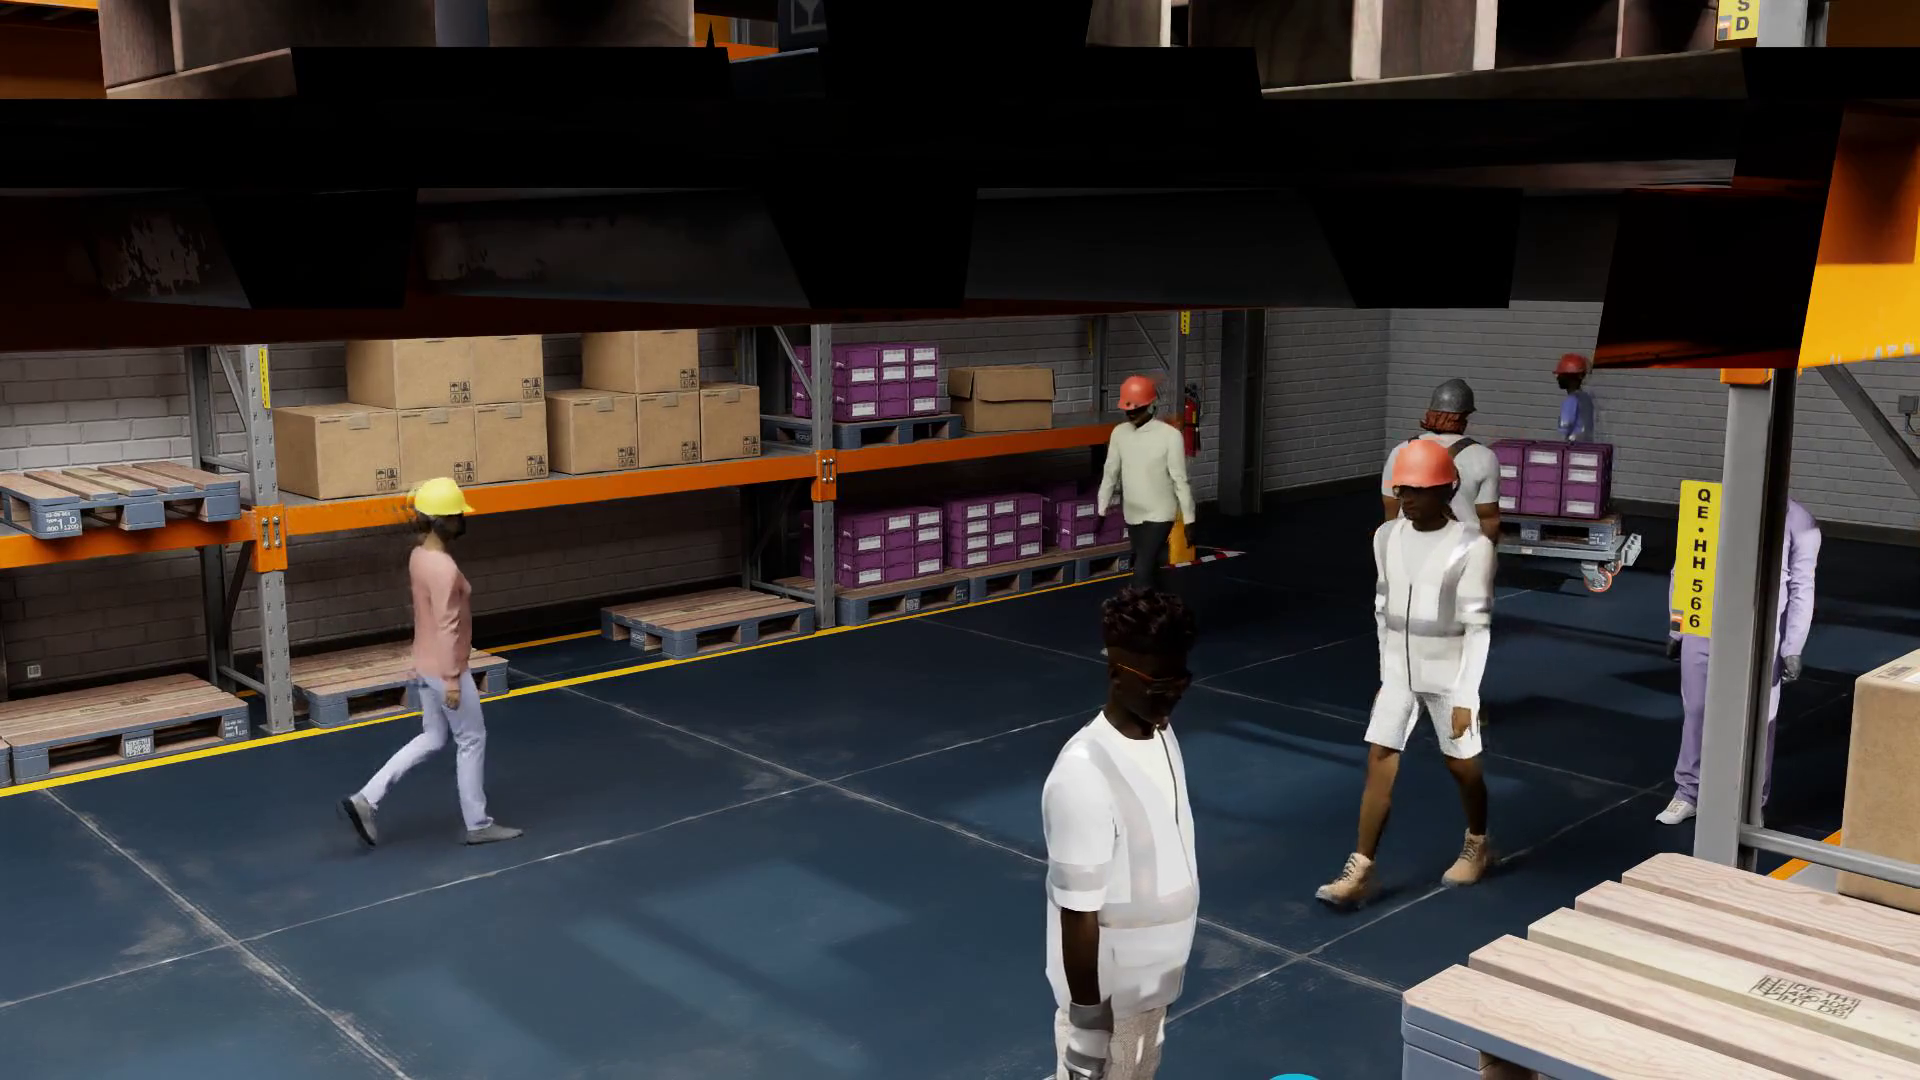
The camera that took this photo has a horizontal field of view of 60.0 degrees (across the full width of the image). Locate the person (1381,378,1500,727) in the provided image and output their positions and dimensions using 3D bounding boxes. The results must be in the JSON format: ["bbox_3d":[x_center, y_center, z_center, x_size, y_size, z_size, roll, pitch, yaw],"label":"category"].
[{"bbox_3d":[2.831,0.073,9.714,0.683,2.000,0.536,8,12,37],"label":"person"}]

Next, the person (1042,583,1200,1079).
[{"bbox_3d":[0.406,1.070,4.105,0.369,1.958,0.613,4,11,24],"label":"person"}]

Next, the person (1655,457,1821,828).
[{"bbox_3d":[3.648,0.459,7.843,0.639,1.909,0.407,9,13,42],"label":"person"}]

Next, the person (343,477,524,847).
[{"bbox_3d":[-2.434,0.582,7.603,0.713,1.746,0.528,-6,11,-31],"label":"person"}]

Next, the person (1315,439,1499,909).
[{"bbox_3d":[1.967,0.564,7.024,1.024,1.995,0.624,-8,13,-39],"label":"person"}]

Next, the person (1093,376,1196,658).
[{"bbox_3d":[1.216,-0.156,11.352,0.984,1.923,0.725,-9,13,-41],"label":"person"}]

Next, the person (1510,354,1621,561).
[{"bbox_3d":[5.510,-0.717,14.847,1.031,1.886,0.541,5,11,26],"label":"person"}]
